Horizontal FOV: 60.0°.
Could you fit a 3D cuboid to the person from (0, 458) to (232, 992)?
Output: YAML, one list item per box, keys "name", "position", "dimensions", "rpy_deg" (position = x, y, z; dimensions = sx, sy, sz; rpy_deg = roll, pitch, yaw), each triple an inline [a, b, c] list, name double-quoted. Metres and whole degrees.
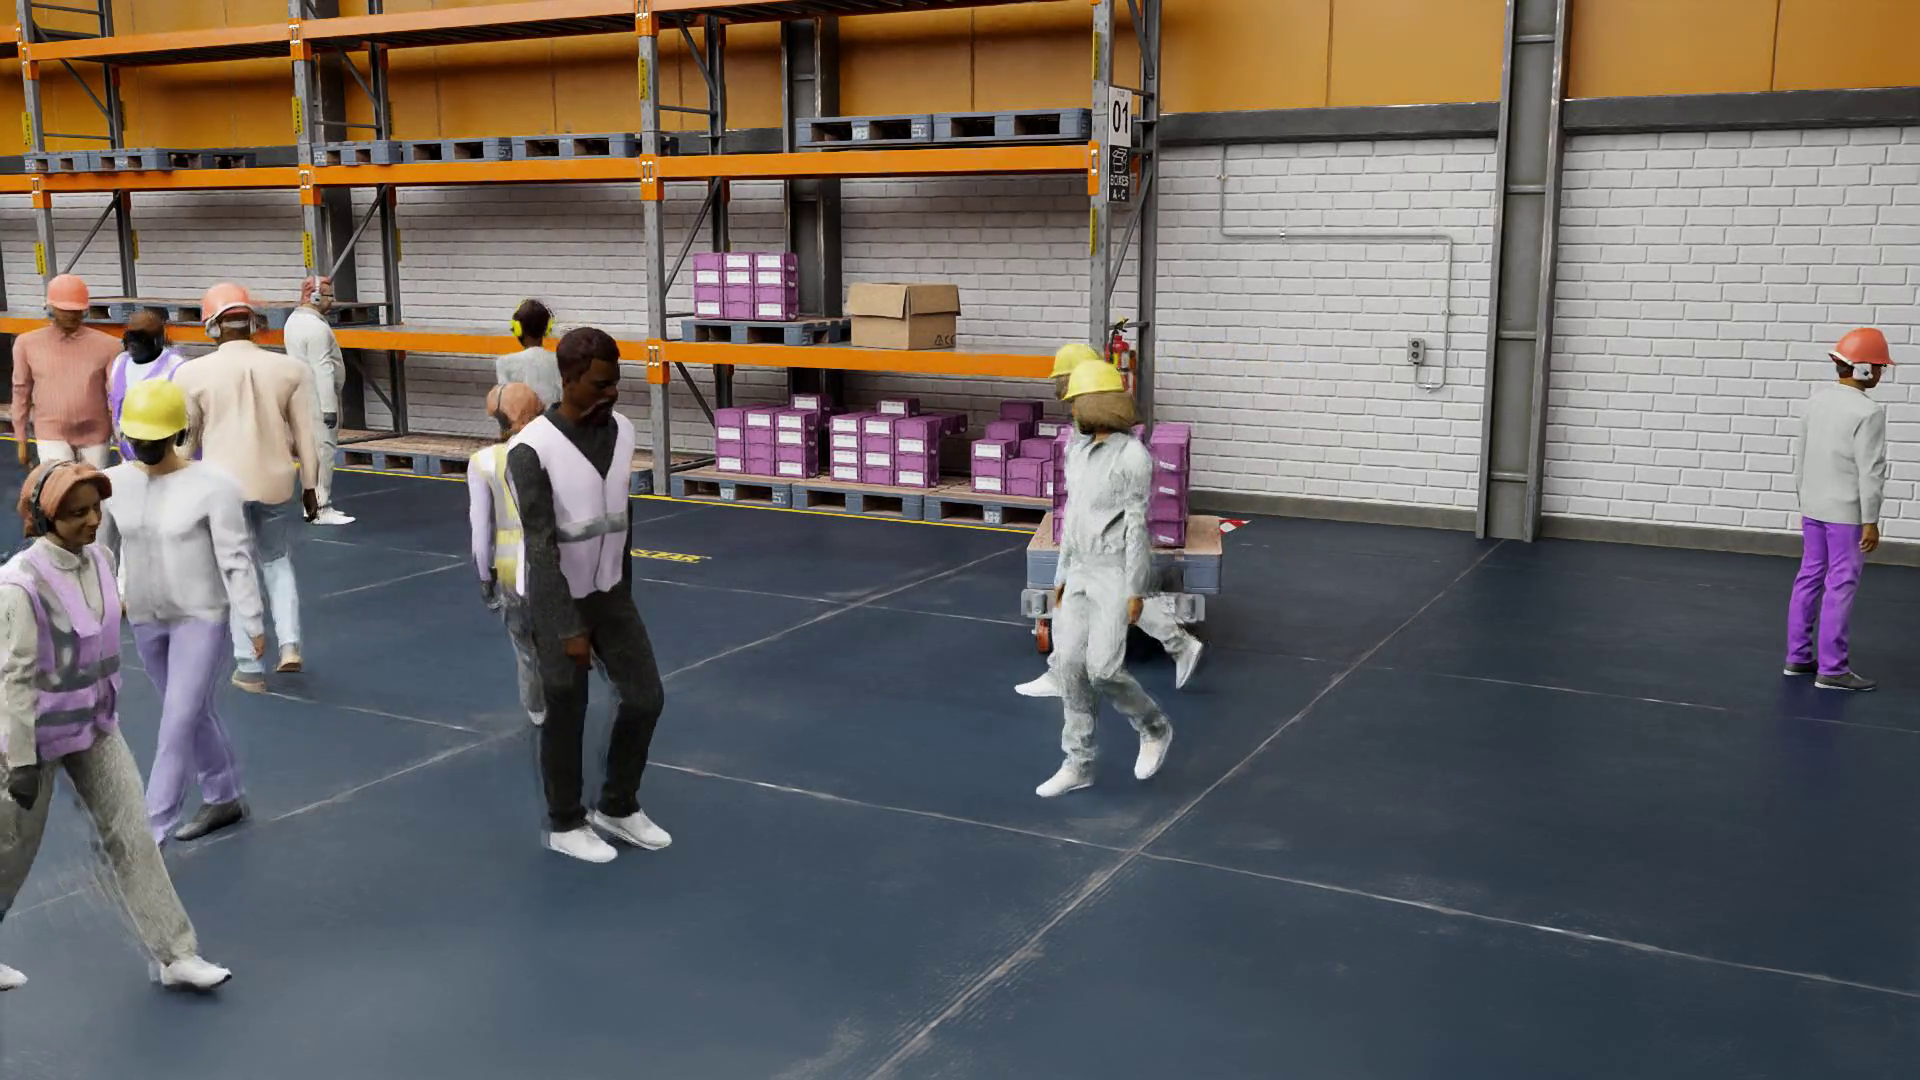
- name: "person"
  position: [-2.568, 0.546, 4.719]
  dimensions: [0.874, 1.580, 0.565]
  rpy_deg: [1, 10, 7]

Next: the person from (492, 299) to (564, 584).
- name: "person"
  position: [-2.506, -0.499, 9.816]
  dimensions: [0.559, 1.813, 0.977]
  rpy_deg: [-7, 13, -35]

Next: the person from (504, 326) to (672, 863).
- name: "person"
  position: [-1.274, 0.214, 5.708]
  dimensions: [0.564, 1.888, 0.618]
  rpy_deg: [6, 12, 30]

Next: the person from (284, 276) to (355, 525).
- name: "person"
  position: [-4.876, -1.056, 12.675]
  dimensions: [0.401, 1.894, 0.654]
  rpy_deg: [-8, 13, -37]

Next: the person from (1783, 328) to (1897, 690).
- name: "person"
  position: [4.314, -0.156, 8.115]
  dimensions: [0.342, 1.749, 0.573]
  rpy_deg: [-1, 10, -6]

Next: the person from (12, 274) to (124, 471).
- name: "person"
  position: [-5.337, -0.611, 10.039]
  dimensions: [0.650, 1.960, 0.713]
  rpy_deg: [-6, 12, -28]

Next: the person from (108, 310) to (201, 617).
- name: "person"
  position: [-4.691, -0.460, 9.740]
  dimensions: [0.677, 1.772, 0.947]
  rpy_deg: [4, 11, 19]

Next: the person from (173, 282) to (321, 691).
- name: "person"
  position: [-3.462, -0.253, 8.060]
  dimensions: [0.637, 1.963, 0.452]
  rpy_deg: [-9, 13, -40]

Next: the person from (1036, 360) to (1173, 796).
- name: "person"
  position: [0.554, 0.157, 6.508]
  dimensions: [0.507, 1.713, 0.515]
  rpy_deg: [-6, 12, -31]

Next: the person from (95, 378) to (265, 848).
- name: "person"
  position: [-2.758, 0.294, 5.742]
  dimensions: [0.608, 1.704, 0.834]
  rpy_deg: [1, 10, 7]

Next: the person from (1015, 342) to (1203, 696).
- name: "person"
  position: [0.718, -0.083, 7.850]
  dimensions: [0.820, 1.701, 0.484]
  rpy_deg: [2, 11, 10]
